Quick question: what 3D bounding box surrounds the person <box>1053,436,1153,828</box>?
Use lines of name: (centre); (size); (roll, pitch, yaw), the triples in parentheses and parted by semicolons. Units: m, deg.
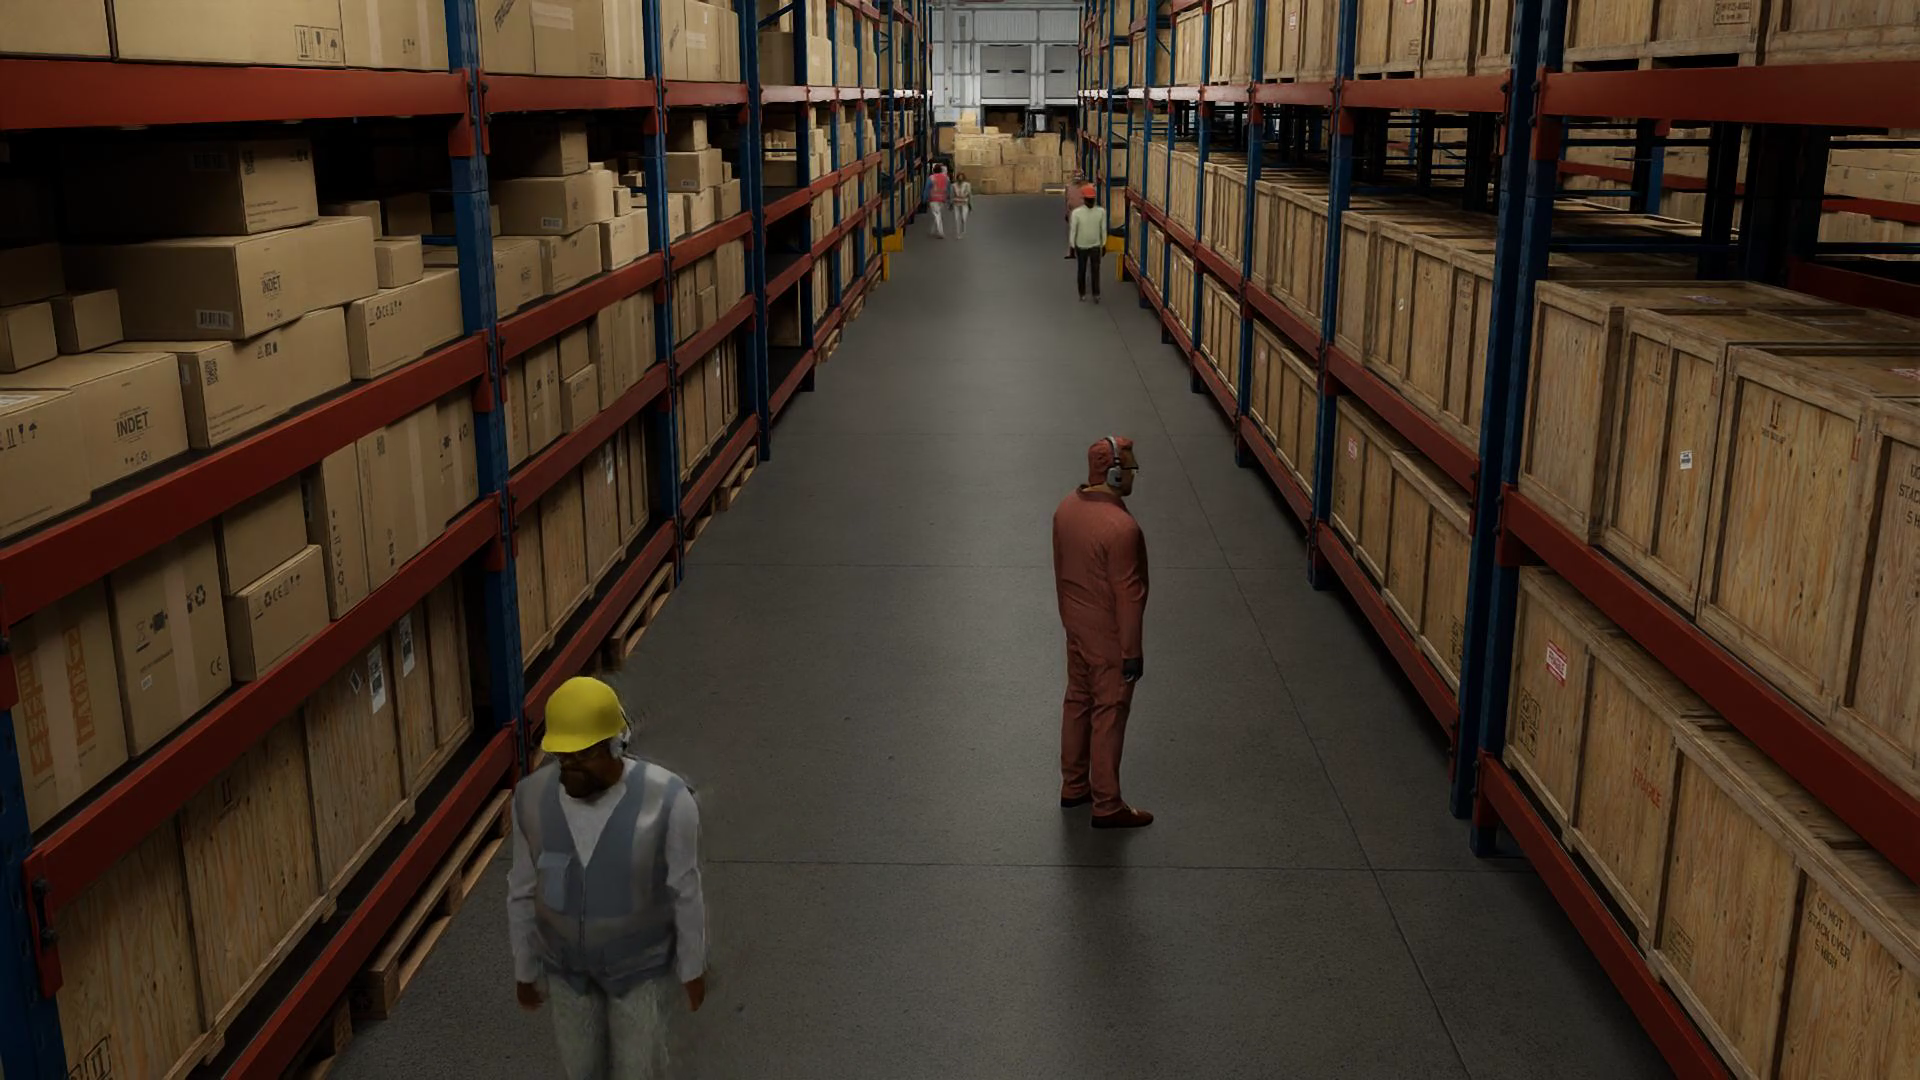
person: (0.709, 0.437, 8.010); (0.406, 1.906, 0.654); (-7, 17, -25)

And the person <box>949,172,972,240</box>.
person: (-0.012, -8.080, 40.248); (0.546, 1.608, 0.711); (3, 15, 11)

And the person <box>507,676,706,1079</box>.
person: (-1.085, 1.270, 5.079); (0.612, 1.813, 0.423); (3, 15, 10)

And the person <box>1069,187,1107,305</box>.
person: (2.157, -4.954, 28.006); (0.655, 1.934, 1.035); (0, 15, -2)

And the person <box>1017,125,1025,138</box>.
person: (3.019, -19.824, 83.376); (0.456, 1.915, 0.655); (-2, 15, -8)

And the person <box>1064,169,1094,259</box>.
person: (2.528, -6.961, 35.550); (0.638, 1.903, 0.409); (7, 17, 26)

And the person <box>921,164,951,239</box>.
person: (-0.586, -8.261, 40.636); (0.700, 1.782, 0.932); (-8, 17, -29)

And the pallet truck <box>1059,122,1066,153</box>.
pallet truck: (5.788, -21.111, 88.014); (1.885, 1.965, 0.823); (5, 16, 18)

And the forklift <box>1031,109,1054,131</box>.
forklift: (3.499, -16.963, 70.906); (1.129, 2.768, 1.873); (4, 16, 16)

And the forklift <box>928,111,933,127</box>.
forklift: (-1.189, -14.572, 62.010); (1.873, 2.768, 1.129); (0, 15, 2)

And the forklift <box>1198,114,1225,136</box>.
forklift: (8.038, -12.378, 53.846); (1.129, 2.768, 1.873); (0, 15, 2)
